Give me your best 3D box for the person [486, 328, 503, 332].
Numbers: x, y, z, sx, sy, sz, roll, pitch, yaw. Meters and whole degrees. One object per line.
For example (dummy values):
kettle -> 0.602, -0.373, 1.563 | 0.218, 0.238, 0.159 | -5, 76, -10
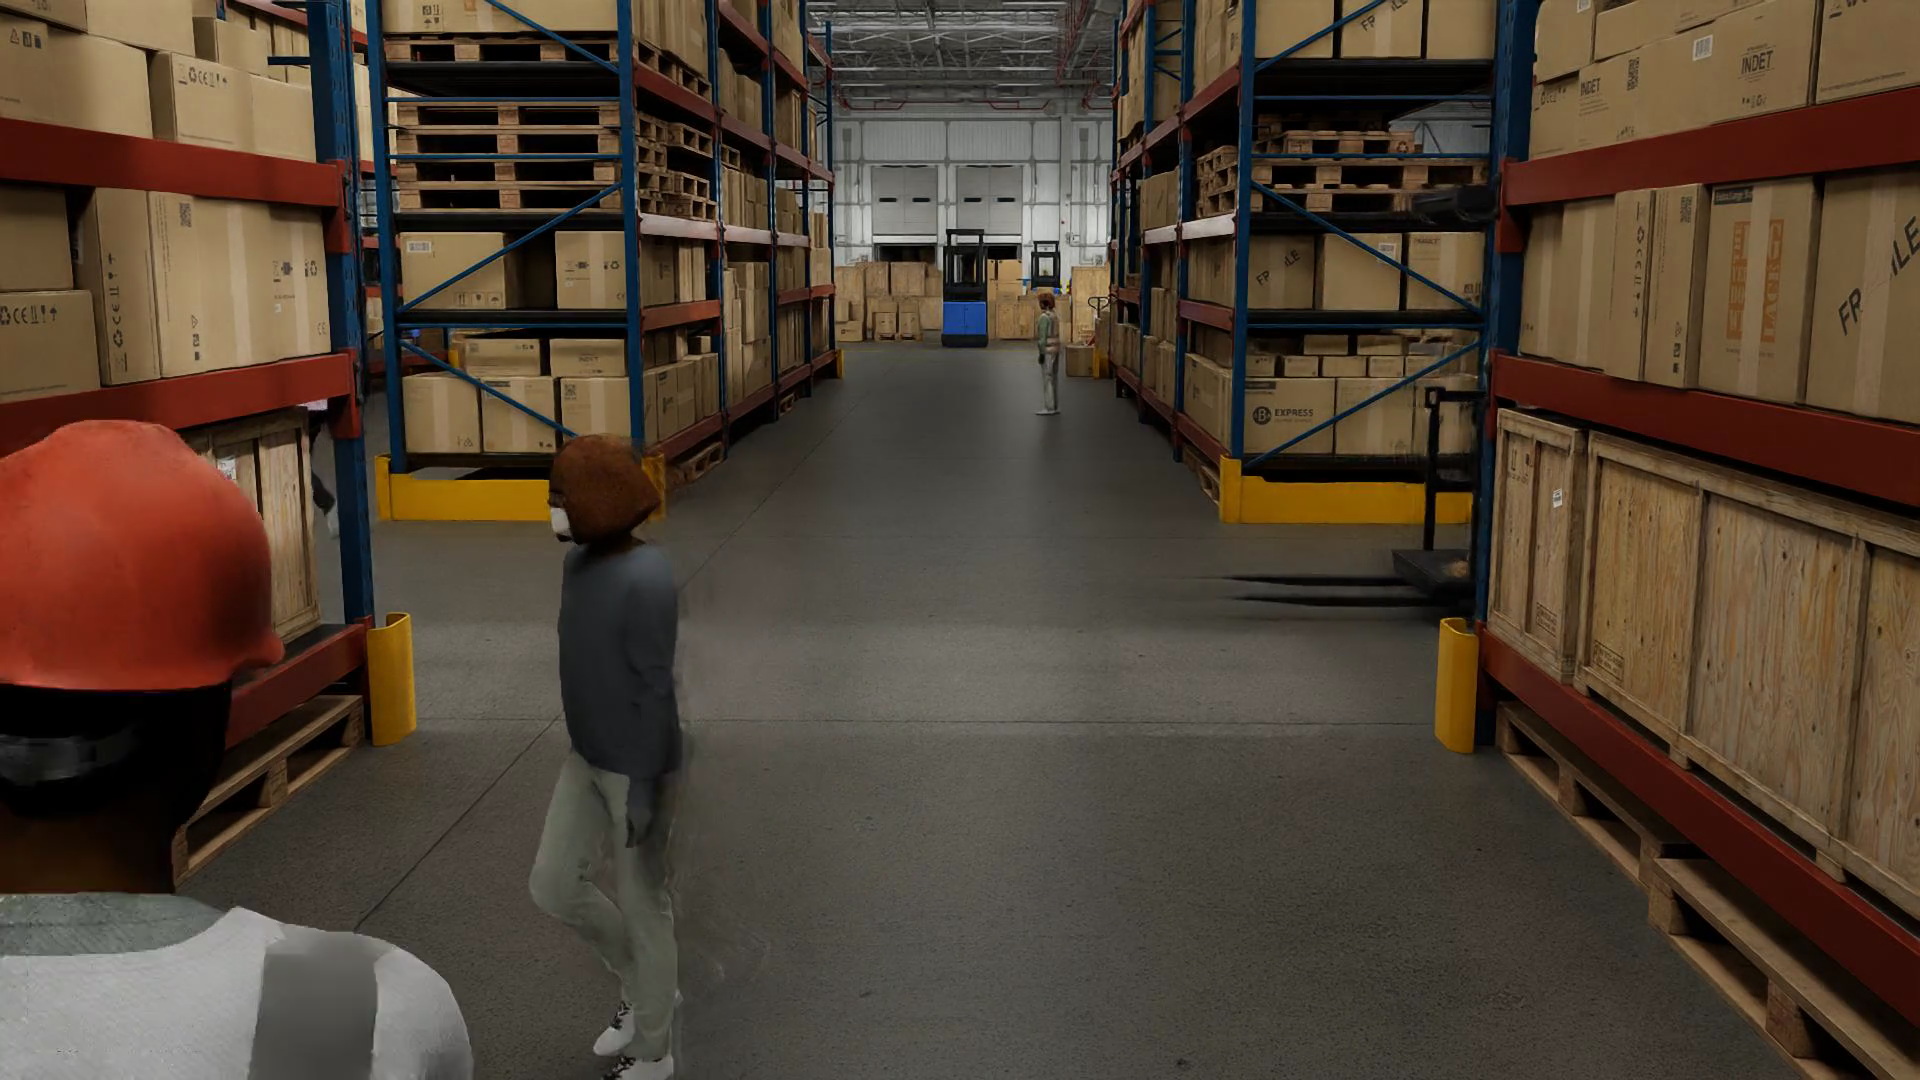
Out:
person -> -9.460, -4.489, 33.637 | 0.932, 1.830, 0.499 | 3, 10, 17

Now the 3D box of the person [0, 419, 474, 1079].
person -> -0.618, 0.876, 1.207 | 0.556, 1.916, 0.723 | -2, 10, -14

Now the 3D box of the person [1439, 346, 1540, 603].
person -> 3.115, -0.491, 9.089 | 0.788, 2.020, 0.617 | 2, 10, 9

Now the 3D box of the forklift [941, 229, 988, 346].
forklift -> 0.124, -6.117, 40.203 | 1.129, 2.768, 1.873 | 0, 9, 1

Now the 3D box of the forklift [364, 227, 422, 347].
forklift -> -13.124, -5.793, 38.261 | 1.129, 2.768, 1.873 | 0, 9, 1

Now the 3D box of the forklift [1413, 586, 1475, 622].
forklift -> 3.706, -0.992, 9.502 | 1.873, 2.768, 1.129 | 0, 9, 1

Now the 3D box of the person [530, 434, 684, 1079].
person -> -0.841, 0.557, 3.987 | 0.340, 1.621, 0.521 | -8, 13, -41

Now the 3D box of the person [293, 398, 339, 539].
person -> -4.805, -0.937, 12.214 | 0.843, 1.864, 0.623 | 8, 12, 38

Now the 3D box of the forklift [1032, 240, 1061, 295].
forklift -> 3.172, -9.648, 61.356 | 1.129, 2.768, 1.873 | 0, 9, 1

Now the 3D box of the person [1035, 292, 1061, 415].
person -> 1.182, -2.470, 22.102 | 0.319, 1.628, 0.510 | 4, 10, 21

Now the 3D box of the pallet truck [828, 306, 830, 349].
pallet truck -> -3.100, -3.940, 29.800 | 1.885, 1.965, 0.823 | 3, 10, 19
